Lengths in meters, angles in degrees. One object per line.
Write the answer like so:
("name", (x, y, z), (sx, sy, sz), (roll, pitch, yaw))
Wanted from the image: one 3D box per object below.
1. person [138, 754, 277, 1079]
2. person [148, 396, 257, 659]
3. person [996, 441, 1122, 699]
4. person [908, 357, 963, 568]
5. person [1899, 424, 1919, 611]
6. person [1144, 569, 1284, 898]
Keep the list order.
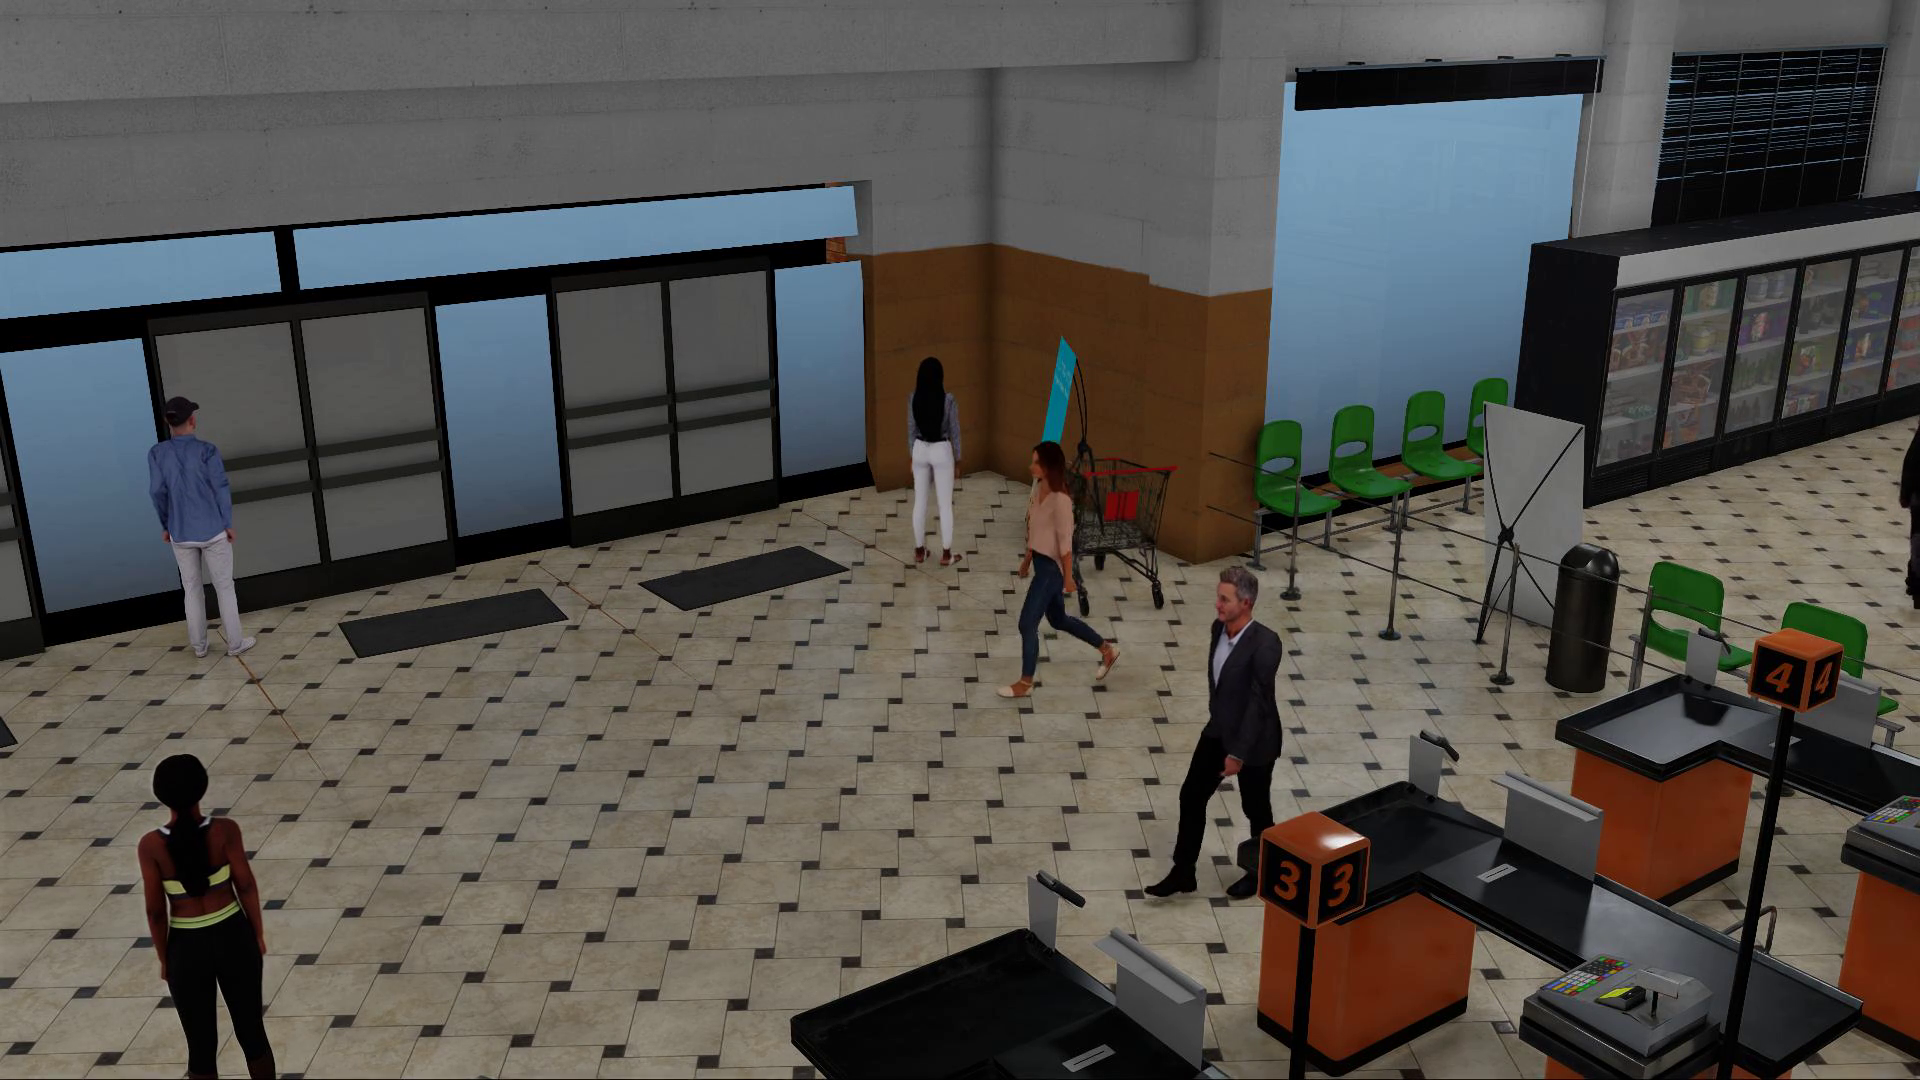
("person", (-2.997, 1.664, 6.661), (0.584, 1.755, 0.554), (-9, 21, -25))
("person", (-5.333, -0.087, 11.643), (0.740, 1.888, 0.737), (-2, 19, -5))
("person", (0.688, 0.209, 10.976), (0.931, 1.755, 1.127), (-4, 19, -11))
("person", (-0.219, -0.646, 13.561), (0.629, 1.724, 0.730), (6, 20, 19))
("person", (7.446, -0.376, 12.664), (1.245, 1.785, 1.208), (7, 20, 20))
("person", (1.500, 1.004, 8.533), (0.791, 1.808, 0.890), (-11, 22, -30))
